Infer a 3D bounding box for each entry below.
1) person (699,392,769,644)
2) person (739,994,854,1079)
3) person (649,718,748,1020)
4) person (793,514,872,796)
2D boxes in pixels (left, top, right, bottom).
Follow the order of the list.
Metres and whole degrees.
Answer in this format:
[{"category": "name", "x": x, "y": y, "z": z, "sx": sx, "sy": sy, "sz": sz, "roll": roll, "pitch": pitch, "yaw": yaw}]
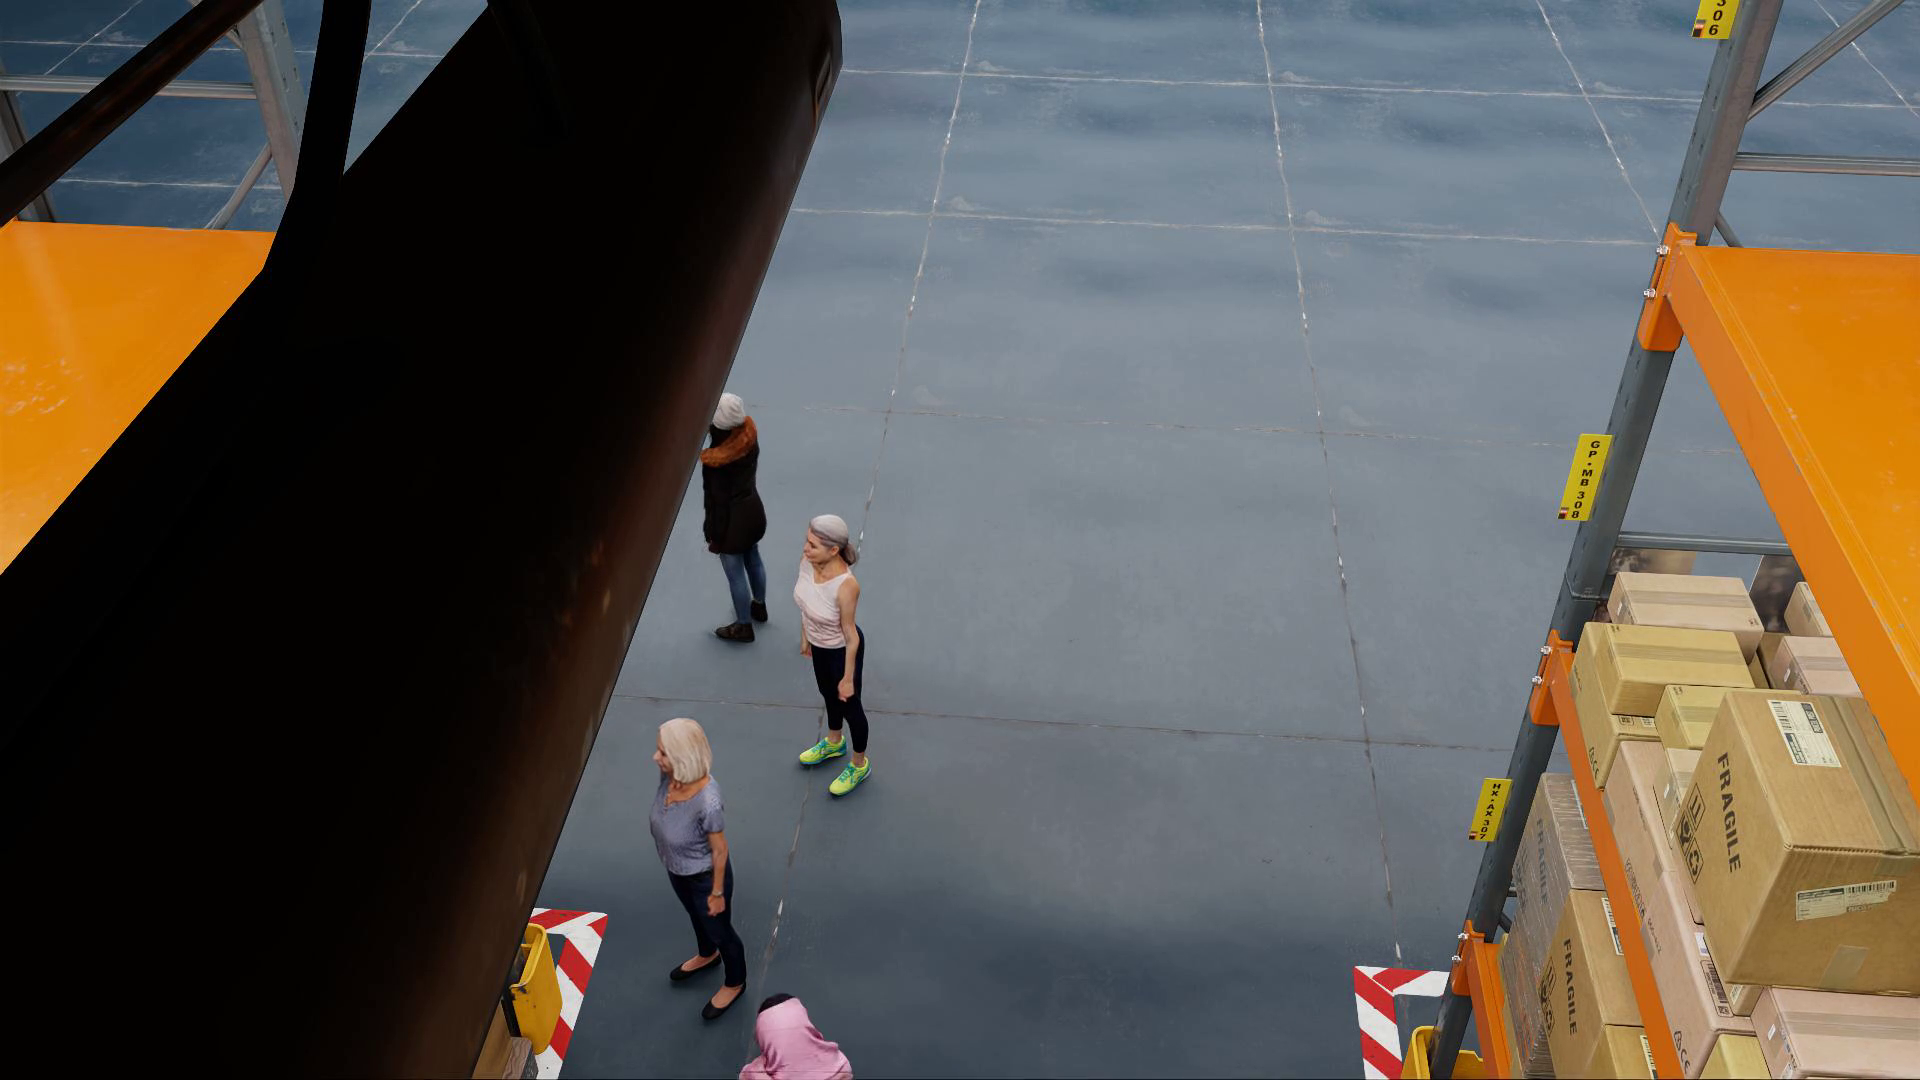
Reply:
[{"category": "person", "x": -1.259, "y": -0.129, "z": 9.336, "sx": 0.766, "sy": 1.634, "sz": 0.649, "roll": 14, "pitch": 40, "yaw": 17}, {"category": "person", "x": -0.580, "y": 2.345, "z": 6.206, "sx": 0.969, "sy": 1.594, "sz": 1.180, "roll": -14, "pitch": 40, "yaw": -17}, {"category": "person", "x": -1.145, "y": 1.420, "z": 7.285, "sx": 0.721, "sy": 1.722, "sz": 0.653, "roll": -26, "pitch": 45, "yaw": -29}, {"category": "person", "x": -0.627, "y": 0.554, "z": 8.408, "sx": 0.741, "sy": 1.702, "sz": 0.669, "roll": -24, "pitch": 44, "yaw": -28}]
